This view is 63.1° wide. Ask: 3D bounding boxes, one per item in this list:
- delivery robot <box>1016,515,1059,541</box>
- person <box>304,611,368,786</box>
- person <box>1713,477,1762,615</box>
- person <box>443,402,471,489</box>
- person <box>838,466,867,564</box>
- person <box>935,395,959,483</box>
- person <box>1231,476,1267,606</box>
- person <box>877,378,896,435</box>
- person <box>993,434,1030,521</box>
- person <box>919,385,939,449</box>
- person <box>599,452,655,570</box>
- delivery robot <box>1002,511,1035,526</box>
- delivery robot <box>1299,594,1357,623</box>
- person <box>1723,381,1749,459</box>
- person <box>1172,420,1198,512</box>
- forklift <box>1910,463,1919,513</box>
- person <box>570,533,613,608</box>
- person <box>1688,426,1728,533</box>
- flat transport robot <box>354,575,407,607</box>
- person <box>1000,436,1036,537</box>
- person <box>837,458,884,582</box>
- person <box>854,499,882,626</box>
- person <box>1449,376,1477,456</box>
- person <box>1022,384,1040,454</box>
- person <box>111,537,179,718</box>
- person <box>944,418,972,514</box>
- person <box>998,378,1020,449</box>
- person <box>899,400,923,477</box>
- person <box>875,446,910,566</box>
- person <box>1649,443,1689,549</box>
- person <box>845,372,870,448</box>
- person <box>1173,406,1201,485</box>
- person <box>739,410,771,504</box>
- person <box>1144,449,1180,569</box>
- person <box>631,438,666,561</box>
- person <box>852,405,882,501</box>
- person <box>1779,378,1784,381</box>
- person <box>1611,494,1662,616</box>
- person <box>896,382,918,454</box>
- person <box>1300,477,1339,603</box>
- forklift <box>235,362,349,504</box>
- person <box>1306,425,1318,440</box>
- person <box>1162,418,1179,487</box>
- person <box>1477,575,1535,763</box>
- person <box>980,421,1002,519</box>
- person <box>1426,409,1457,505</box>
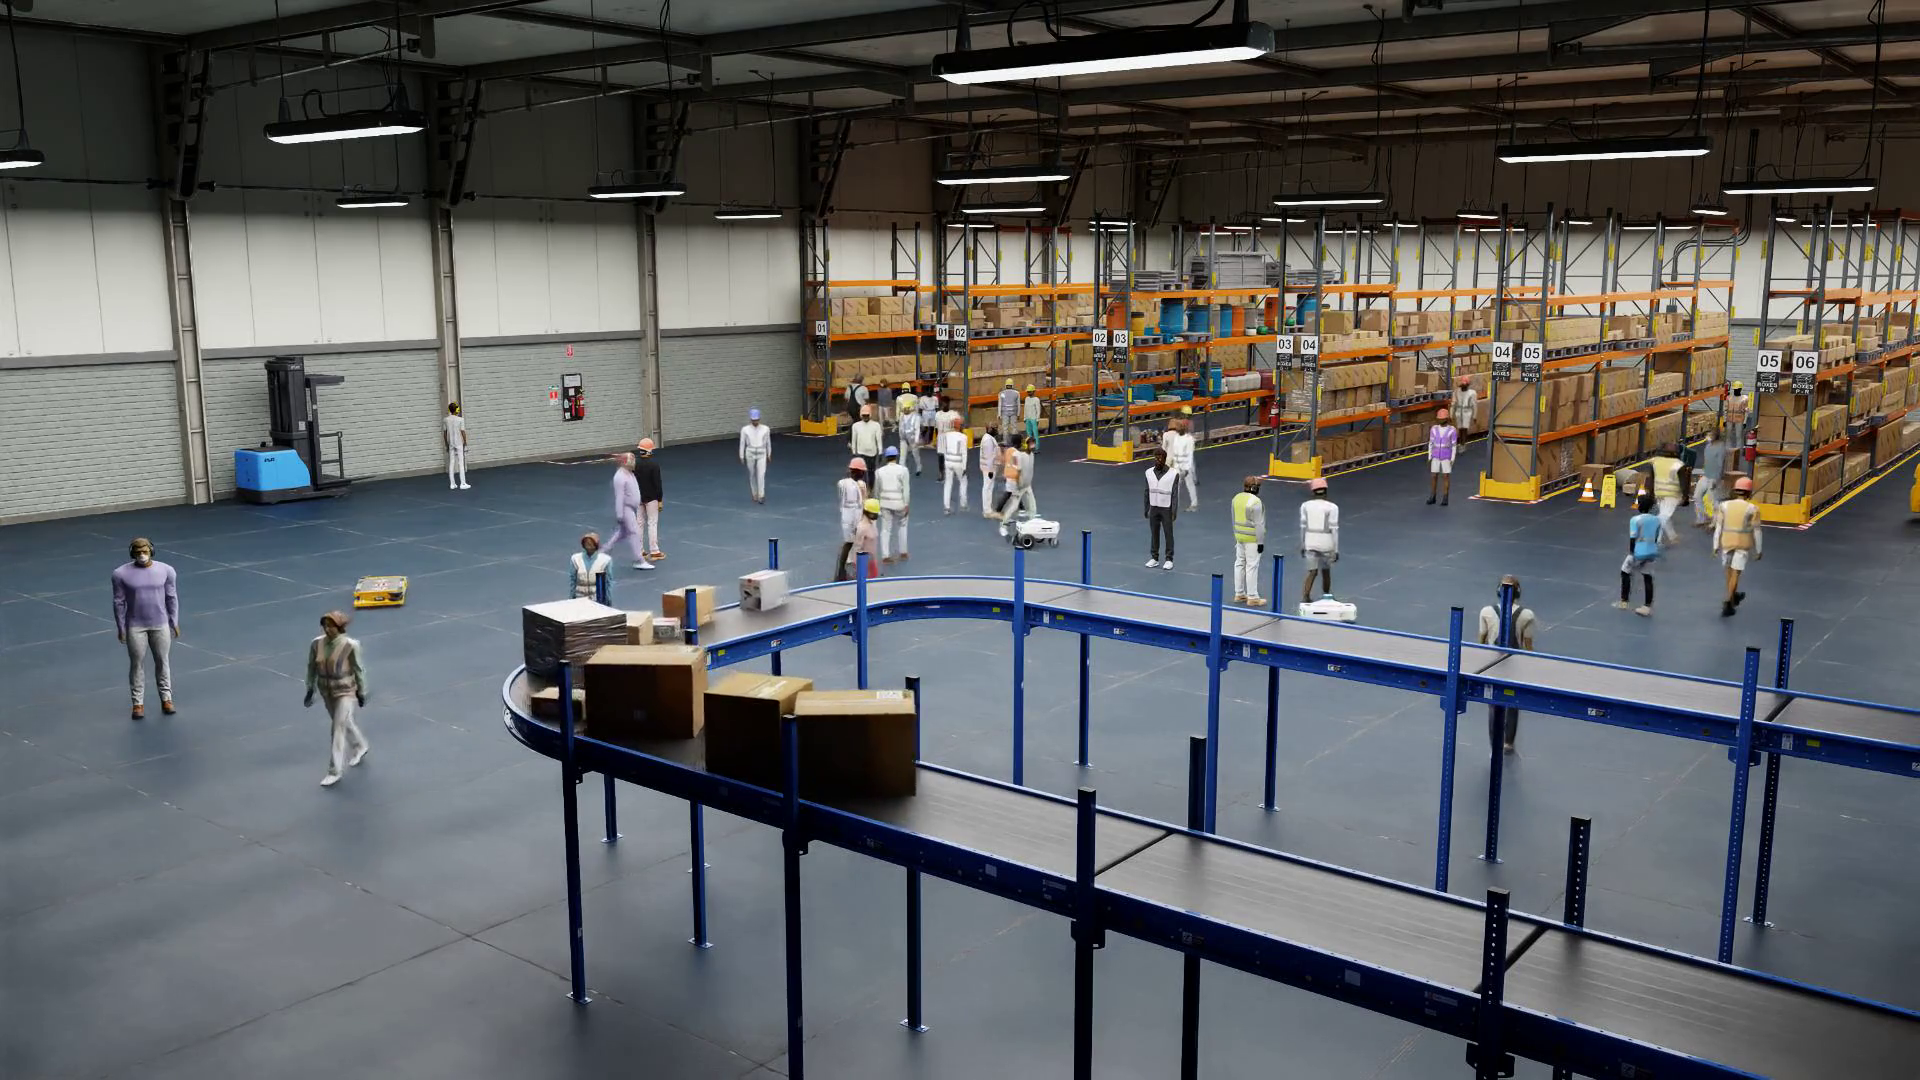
[{"bbox_3d":[1.337,-0.190,26.825,0.707,0.478,0.477,-1,10,-8],"label":"delivery robot"},{"bbox_3d":[-5.890,1.443,14.853,0.513,1.596,0.857,3,11,17],"label":"person"},{"bbox_3d":[10.863,0.068,21.769,0.992,1.883,0.578,-9,13,-41],"label":"person"},{"bbox_3d":[-10.840,-2.038,33.661,0.513,1.876,0.328,1,10,8],"label":"person"},{"bbox_3d":[-1.725,-0.437,25.361,0.511,1.618,0.630,2,10,11],"label":"person"},{"bbox_3d":[-0.257,-2.264,34.765,0.608,1.946,0.771,5,11,24],"label":"person"},{"bbox_3d":[4.134,-0.001,22.292,0.429,1.843,0.622,-5,11,-27],"label":"person"},{"bbox_3d":[-2.100,-3.768,44.132,0.504,1.618,0.565,7,12,36],"label":"person"},{"bbox_3d":[0.984,-1.177,29.476,0.867,1.638,0.540,-3,11,-19],"label":"person"},{"bbox_3d":[-0.809,-3.219,40.828,0.529,1.683,0.395,-5,11,-26],"label":"person"},{"bbox_3d":[-5.347,-0.472,24.893,0.922,1.868,0.637,1,10,4],"label":"person"},{"bbox_3d":[1.076,-0.396,27.258,0.698,0.223,0.335,-6,12,-32],"label":"delivery robot"},{"bbox_3d":[4.793,0.952,20.401,0.707,0.478,0.477,1,10,4],"label":"delivery robot"},{"bbox_3d":[19.195,-2.966,38.731,0.369,1.928,0.586,-8,13,-39],"label":"person"},{"bbox_3d":[4.302,-1.417,30.318,0.996,1.832,0.593,-8,13,-38],"label":"person"},{"bbox_3d":[19.034,-1.348,28.998,2.313,2.155,1.214,8,13,37],"label":"forklift"},{"bbox_3d":[-4.434,0.716,18.832,0.533,1.626,0.364,0,10,1],"label":"person"},{"bbox_3d":[13.462,-1.080,28.146,0.647,1.920,0.642,-1,10,-5],"label":"person"},{"bbox_3d":[-8.412,0.726,22.730,0.652,0.197,1.431,-3,11,-17],"label":"flat transport robot"},{"bbox_3d":[1.087,-0.948,27.709,0.896,1.822,0.575,7,12,33],"label":"person"},{"bbox_3d":[-1.499,-0.300,23.777,0.842,1.901,0.578,0,10,1],"label":"person"},{"bbox_3d":[-1.262,0.285,20.942,0.504,1.734,0.567,4,11,22],"label":"person"},{"bbox_3d":[12.784,-3.169,39.719,0.627,1.997,1.055,7,12,35],"label":"person"},{"bbox_3d":[1.811,-3.077,39.816,0.328,1.767,0.532,-9,13,-40],"label":"person"},{"bbox_3d":[-8.732,0.921,16.821,0.627,1.940,0.371,-6,12,-32],"label":"person"},{"bbox_3d":[-0.050,-1.455,30.425,0.624,1.852,0.828,7,12,33],"label":"person"},{"bbox_3d":[1.285,-3.310,40.933,0.588,1.835,0.404,-1,10,-4],"label":"person"},{"bbox_3d":[-1.126,-2.273,35.245,0.596,1.795,0.919,5,11,28],"label":"person"},{"bbox_3d":[-1.072,-0.558,25.330,0.636,1.879,0.860,3,10,16],"label":"person"},{"bbox_3d":[12.149,-0.756,26.661,0.954,1.791,0.646,-5,11,-28],"label":"person"},{"bbox_3d":[-2.699,-3.426,41.124,0.674,2.000,1.065,8,13,38],"label":"person"},{"bbox_3d":[4.932,-2.038,34.069,0.546,1.737,0.809,-5,11,-28],"label":"person"},{"bbox_3d":[-4.156,-1.705,31.740,0.637,1.896,1.017,-1,10,-8],"label":"person"},{"bbox_3d":[3.214,-0.510,24.967,0.589,1.913,0.377,6,12,31],"label":"person"},{"bbox_3d":[-5.126,-0.672,25.632,0.624,1.992,0.390,5,11,25],"label":"person"},{"bbox_3d":[-1.917,-1.823,32.225,0.616,1.961,0.987,-1,10,-3],"label":"person"},{"bbox_3d":[23.616,-3.913,45.022,0.865,1.589,0.505,3,10,16],"label":"person"},{"bbox_3d":[9.388,0.187,21.692,0.546,1.667,0.701,-3,11,-19],"label":"person"},{"bbox_3d":[-1.346,-3.078,39.660,0.586,1.824,0.403,-3,11,-17],"label":"person"},{"bbox_3d":[4.960,0.085,21.701,0.574,1.896,0.816,6,12,30],"label":"person"},{"bbox_3d":[-13.803,-2.244,32.110,1.129,2.768,1.873,8,13,37],"label":"forklift"},{"bbox_3d":[9.357,-3.429,41.338,0.364,1.927,0.587,-6,12,-32],"label":"person"},{"bbox_3d":[4.452,-1.728,32.612,0.521,1.632,0.342,0,10,-1],"label":"person"},{"bbox_3d":[5.337,1.233,15.389,0.521,1.815,0.771,3,10,15],"label":"person"},{"bbox_3d":[0.589,-1.354,29.909,0.430,1.840,0.625,0,10,0],"label":"person"},{"bbox_3d":[9.674,-1.674,31.432,0.552,1.934,0.373,7,12,33],"label":"person"}]
